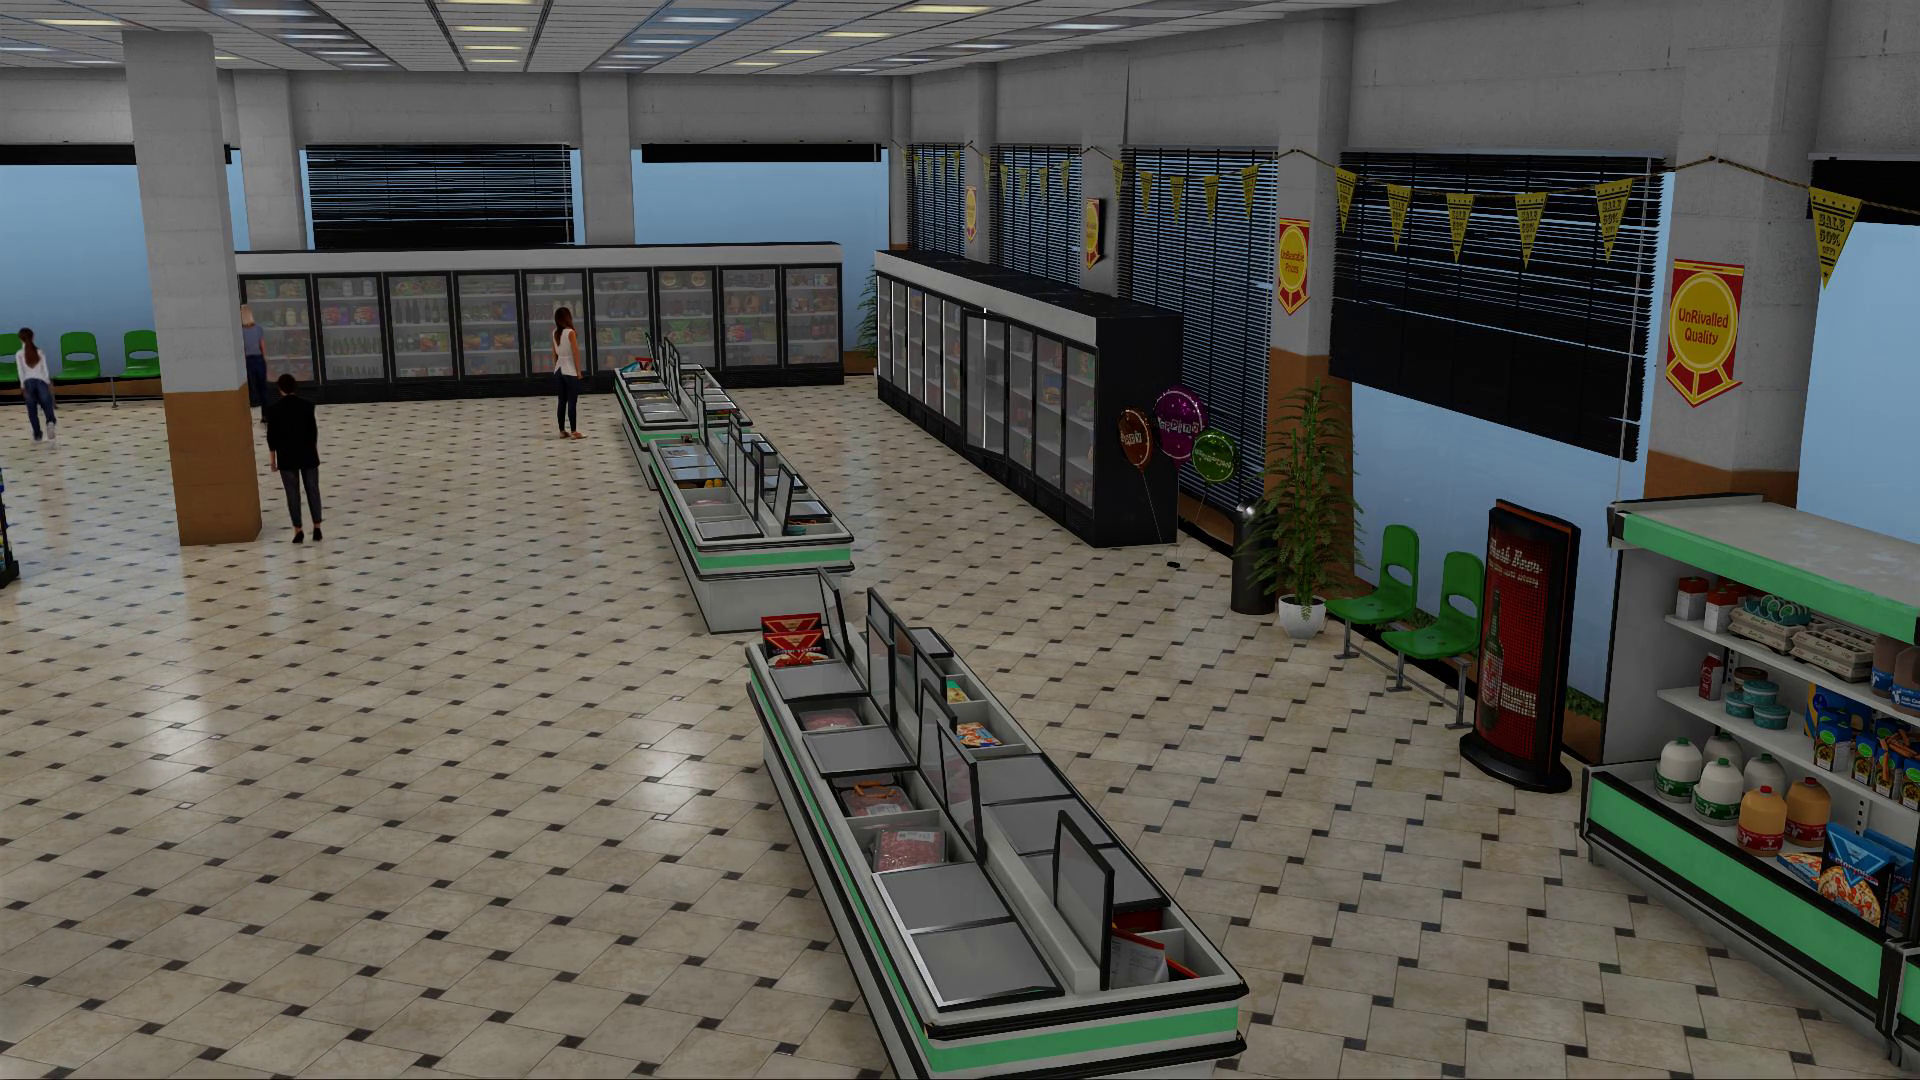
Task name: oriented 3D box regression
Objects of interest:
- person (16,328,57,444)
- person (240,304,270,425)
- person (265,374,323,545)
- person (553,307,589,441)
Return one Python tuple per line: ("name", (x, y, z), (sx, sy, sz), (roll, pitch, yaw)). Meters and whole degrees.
("person", (-12.284, -2.031, 22.089), (0.702, 1.544, 0.909), (-9, 16, -34))
("person", (-9.956, -2.434, 23.471), (0.850, 1.675, 1.191), (-9, 17, -34))
("person", (-6.659, -0.814, 16.703), (0.704, 1.716, 0.675), (-9, 16, -32))
("person", (-5.333, -2.259, 22.512), (0.661, 1.786, 0.725), (8, 16, 30))
